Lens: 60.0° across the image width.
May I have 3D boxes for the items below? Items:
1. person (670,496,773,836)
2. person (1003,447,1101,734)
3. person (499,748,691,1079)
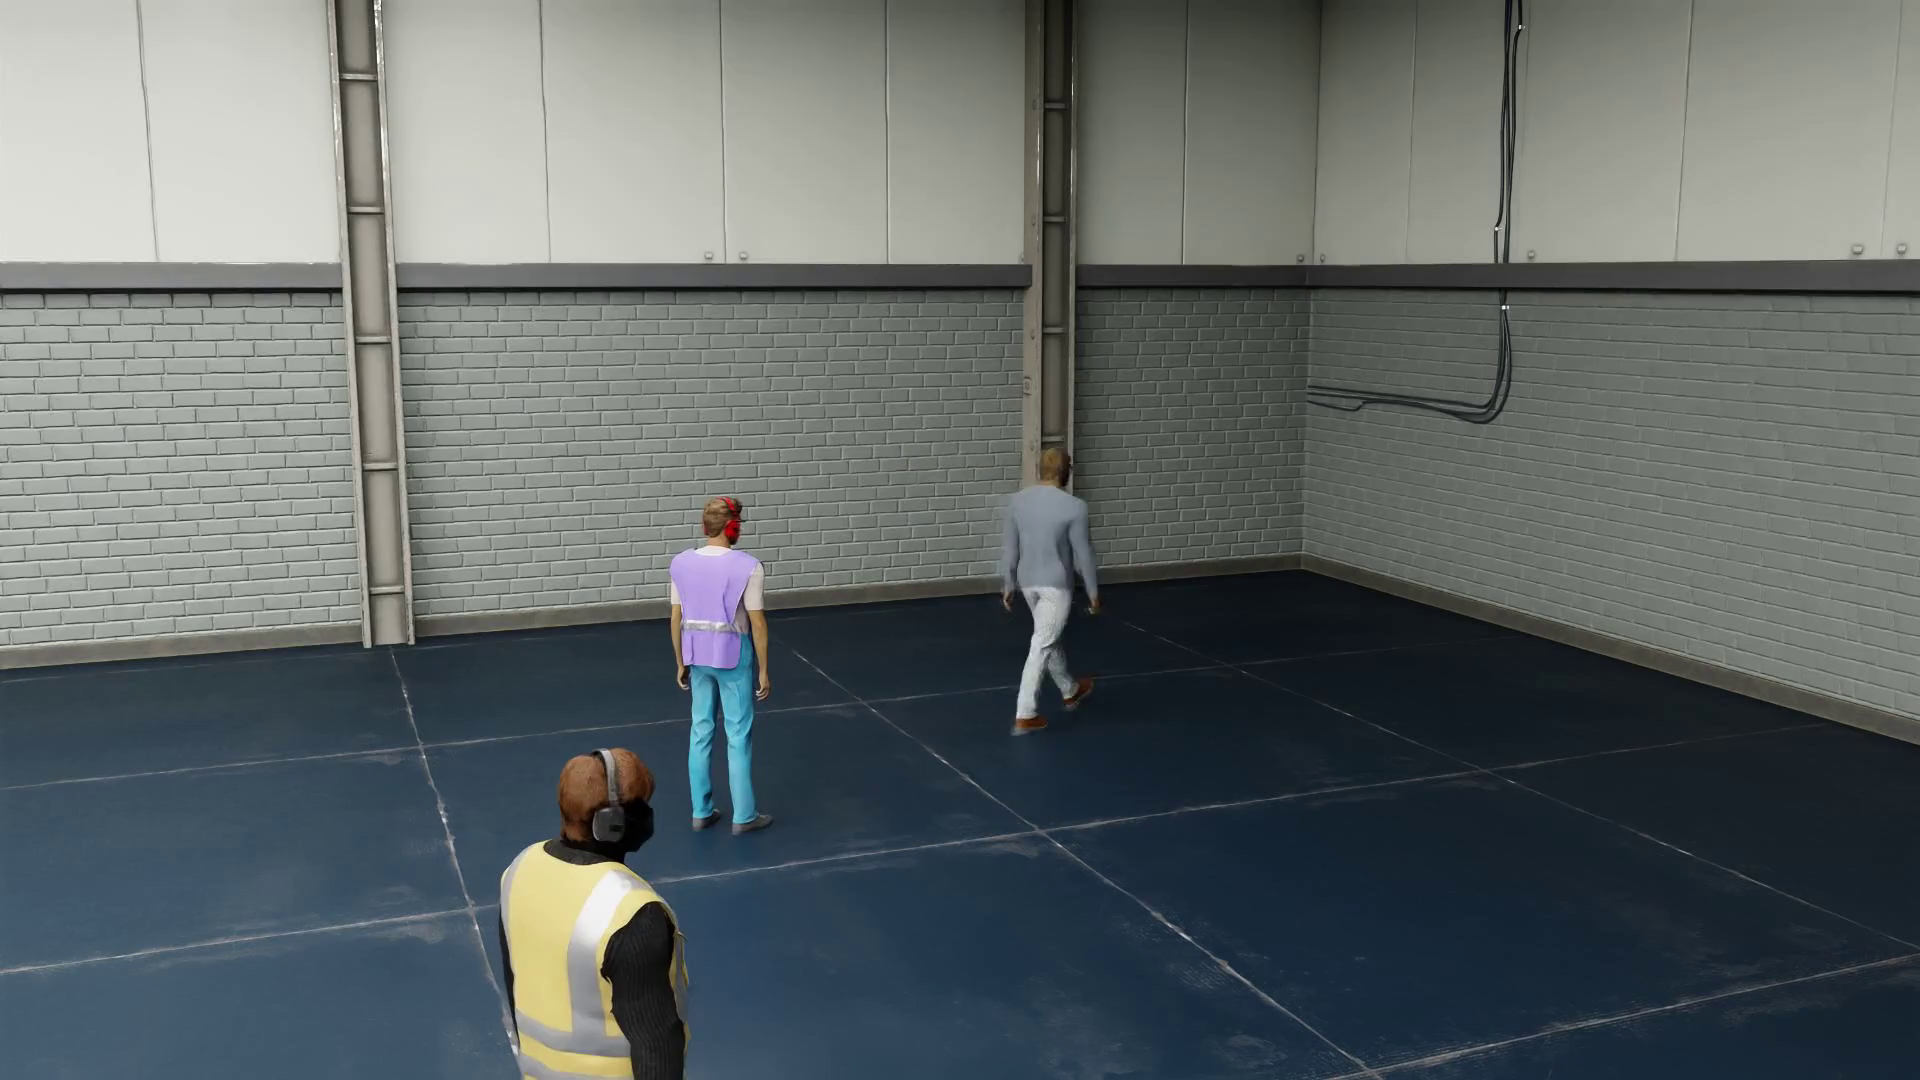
[{"bbox_3d":[-1.303,0.687,9.025,0.569,1.840,0.374,3,10,21],"label":"person"},{"bbox_3d":[0.663,0.314,11.227,0.651,1.883,1.014,8,12,42],"label":"person"},{"bbox_3d":[-0.909,1.438,4.316,0.633,1.839,0.429,9,12,43],"label":"person"}]
